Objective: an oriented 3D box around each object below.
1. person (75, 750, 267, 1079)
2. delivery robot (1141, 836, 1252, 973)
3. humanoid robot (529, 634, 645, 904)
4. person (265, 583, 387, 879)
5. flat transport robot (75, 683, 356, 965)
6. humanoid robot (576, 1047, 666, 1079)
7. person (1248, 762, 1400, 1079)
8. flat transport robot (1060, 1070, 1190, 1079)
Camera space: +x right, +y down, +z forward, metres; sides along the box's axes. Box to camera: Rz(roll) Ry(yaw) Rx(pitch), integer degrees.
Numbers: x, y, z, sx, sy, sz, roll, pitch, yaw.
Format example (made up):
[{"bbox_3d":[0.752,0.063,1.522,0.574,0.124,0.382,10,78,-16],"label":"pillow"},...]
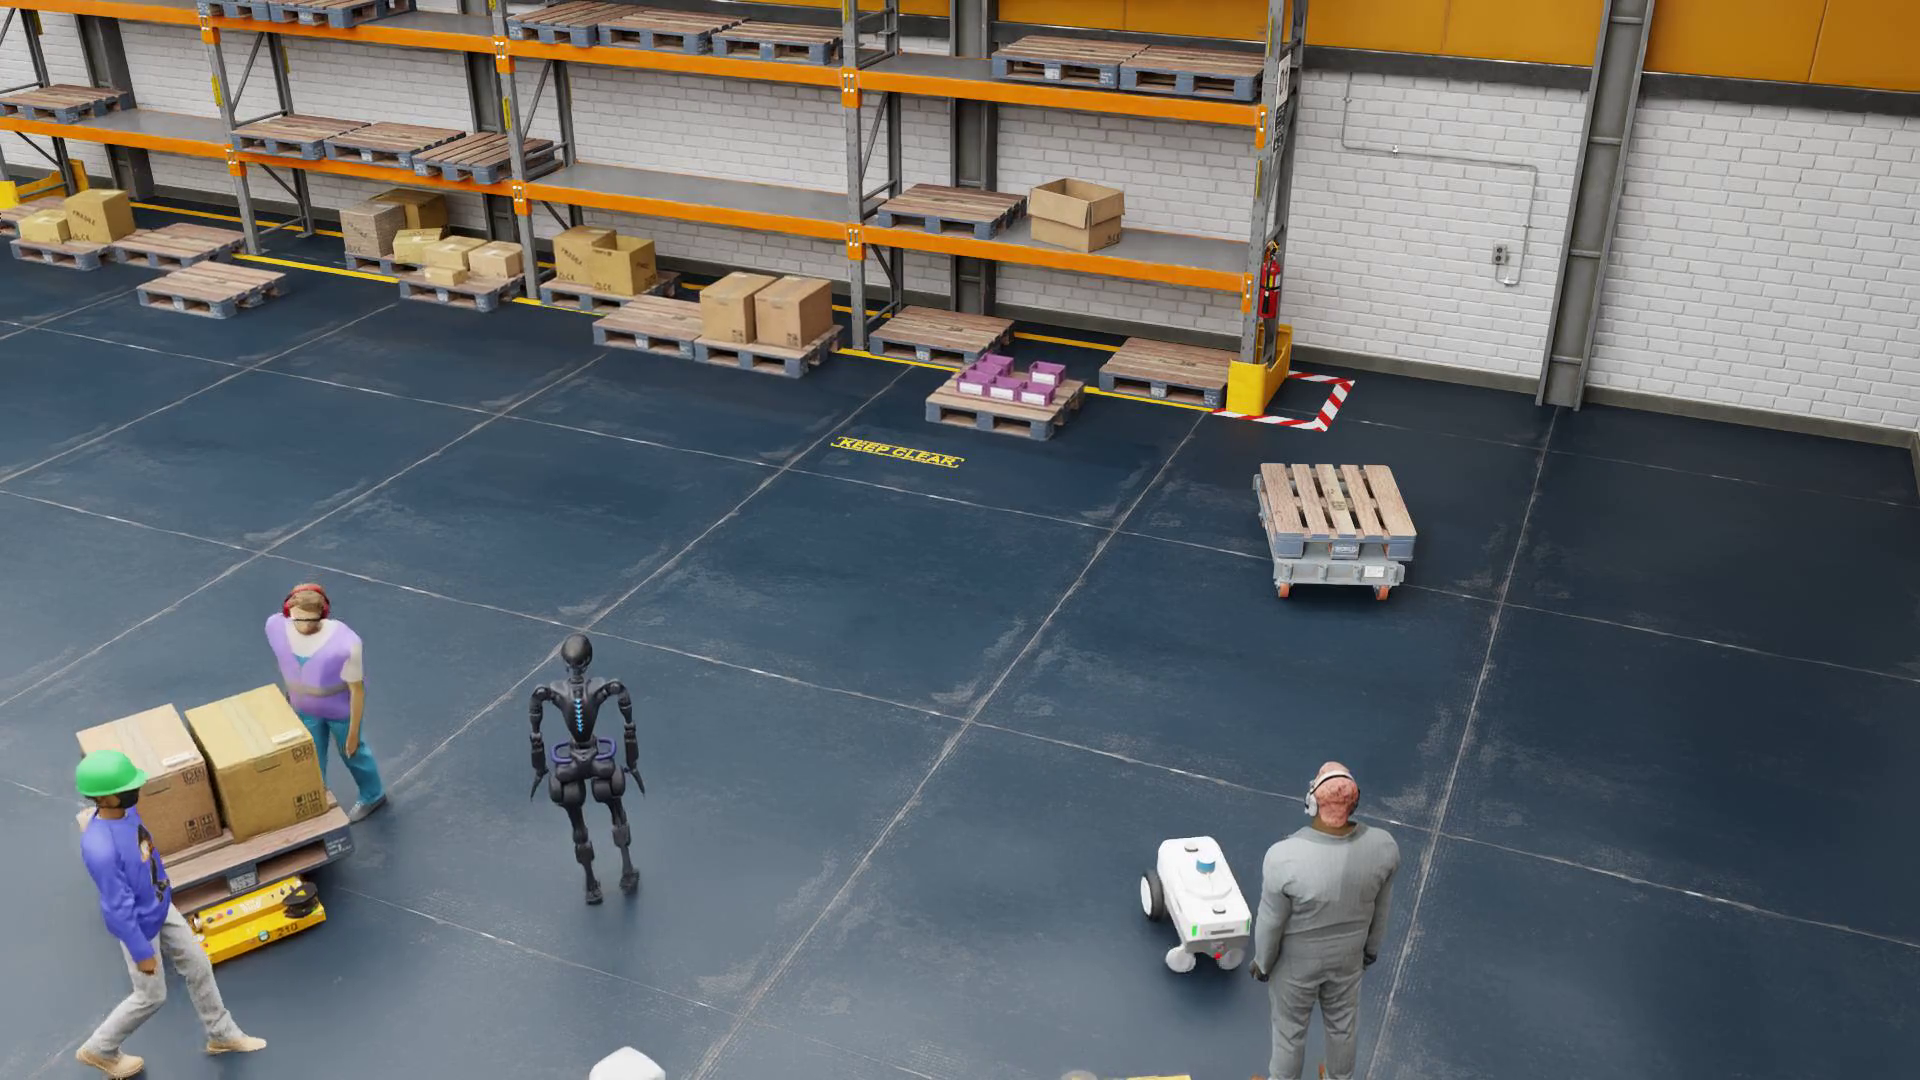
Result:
[{"bbox_3d":[-3.867,1.781,7.786,0.835,1.863,0.466,-3,27,-7],"label":"person"},{"bbox_3d":[1.286,1.915,8.894,0.507,0.583,0.755,-4,28,-8],"label":"delivery robot"},{"bbox_3d":[-2.030,1.239,8.992,0.609,1.654,0.327,-6,28,-11],"label":"humanoid robot"},{"bbox_3d":[-3.596,1.005,9.335,0.646,1.775,0.946,4,28,8],"label":"person"},{"bbox_3d":[-4.143,1.834,9.375,0.659,0.231,1.431,-19,33,-32],"label":"flat transport robot"},{"bbox_3d":[-1.095,2.538,6.424,0.551,1.729,1.025,15,31,27],"label":"humanoid robot"},{"bbox_3d":[1.615,1.841,7.578,0.641,1.908,0.402,-6,28,-11],"label":"person"},{"bbox_3d":[0.867,2.905,7.298,0.659,0.231,1.431,-3,27,-6],"label":"flat transport robot"}]
